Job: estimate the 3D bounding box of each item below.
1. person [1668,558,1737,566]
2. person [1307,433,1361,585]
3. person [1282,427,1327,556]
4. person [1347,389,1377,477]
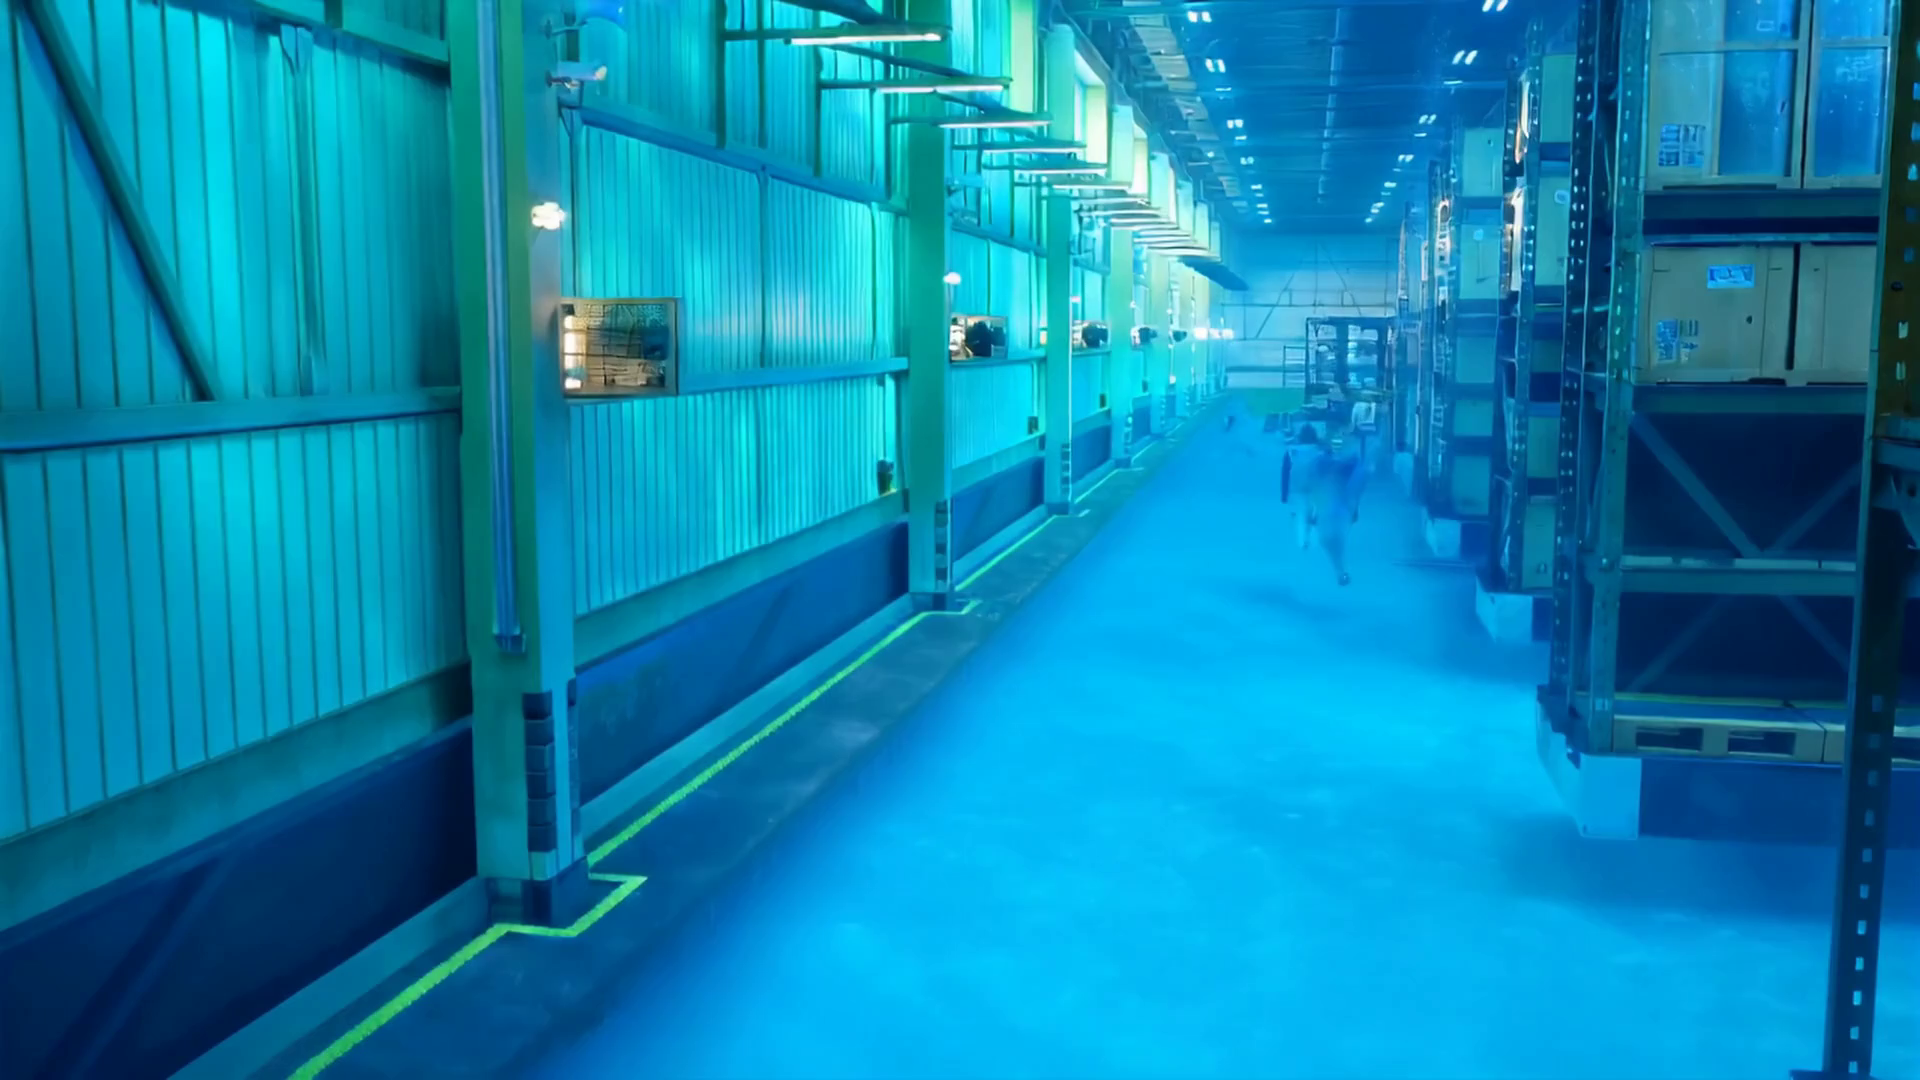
[{"bbox_3d":[6.379,0.446,14.291,0.572,1.750,0.330,6,10,41],"label":"person"},{"bbox_3d":[4.653,-0.413,20.729,0.658,1.871,0.951,0,7,3],"label":"person"},{"bbox_3d":[4.808,-0.676,23.164,0.642,1.799,0.932,1,7,8],"label":"person"},{"bbox_3d":[8.629,-2.305,35.784,0.691,1.899,0.778,-2,7,-16],"label":"person"}]
